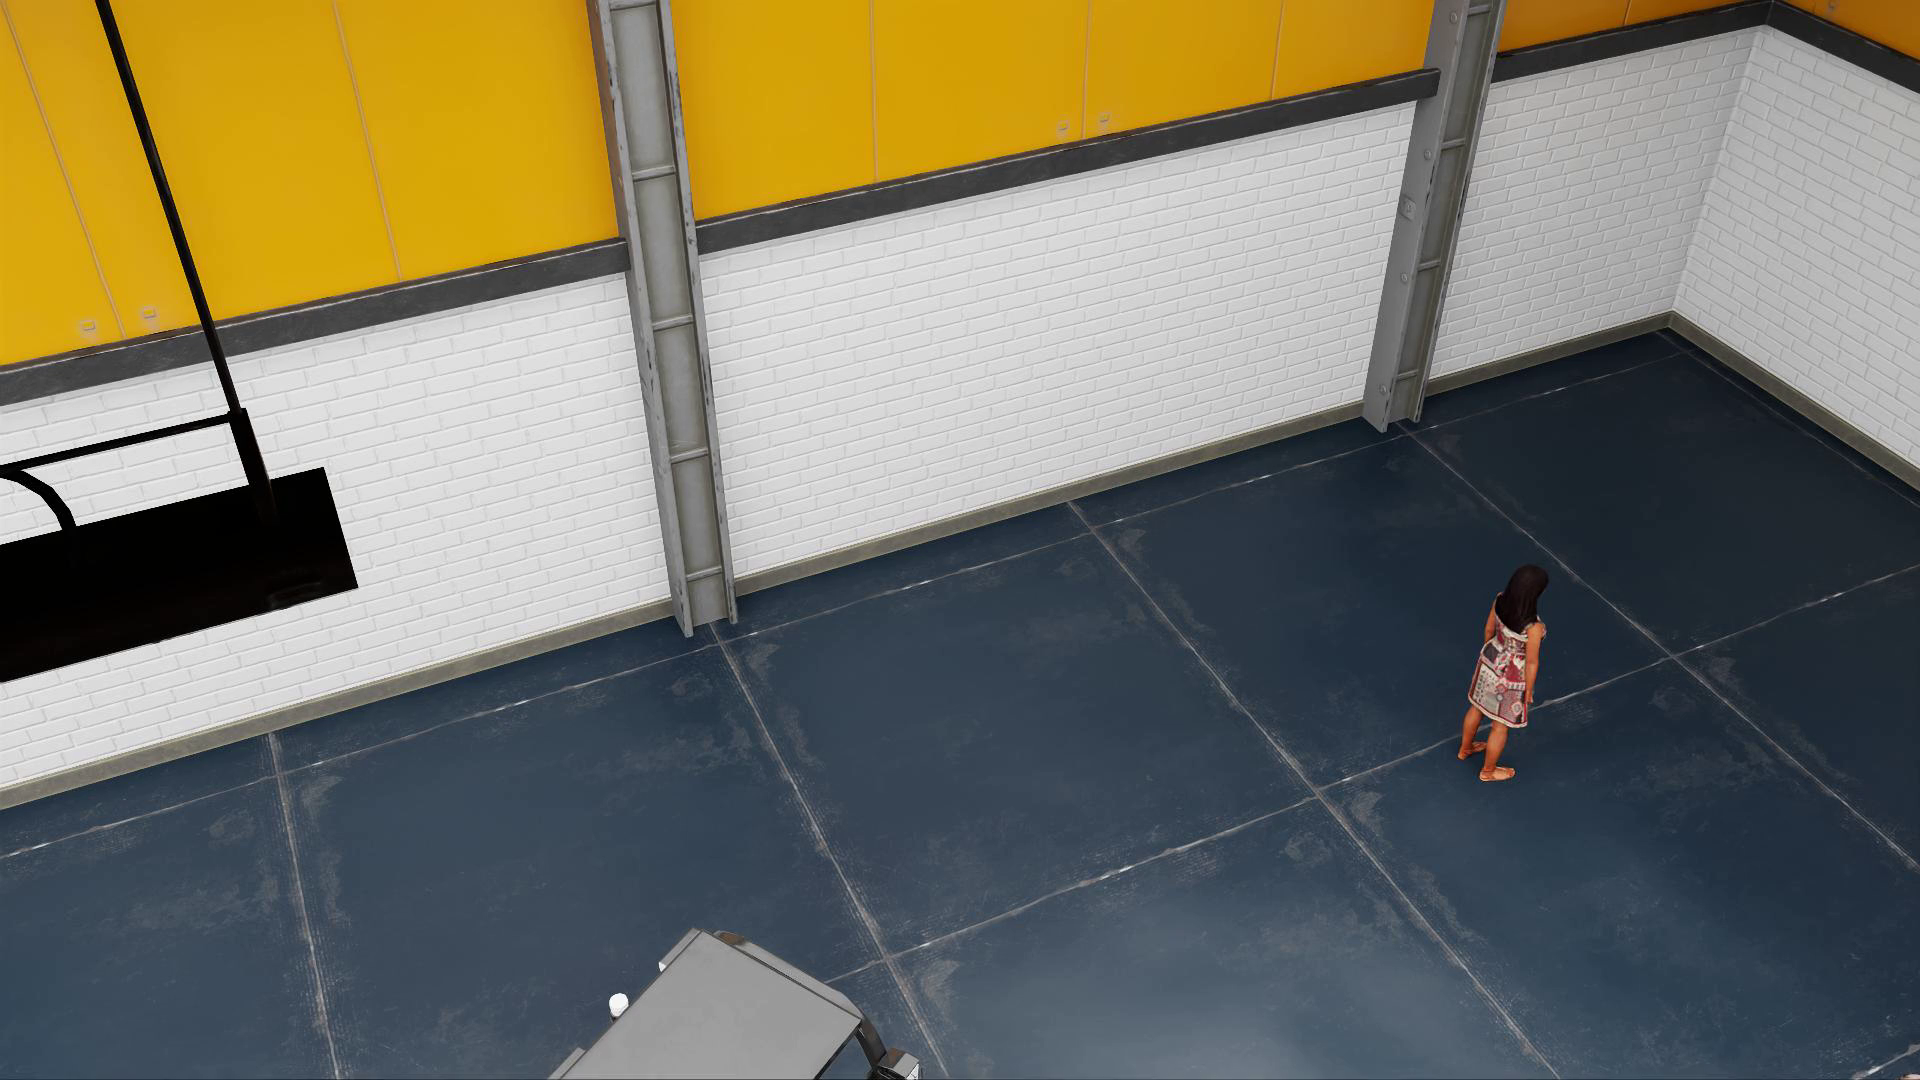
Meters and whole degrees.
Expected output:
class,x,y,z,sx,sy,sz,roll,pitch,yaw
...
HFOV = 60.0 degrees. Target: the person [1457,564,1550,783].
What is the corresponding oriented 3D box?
class,x,y,z,sx,sy,sz,roll,pitch,yaw
person,3.379,0.813,10.325,0.506,1.645,0.642,-16,41,-19
